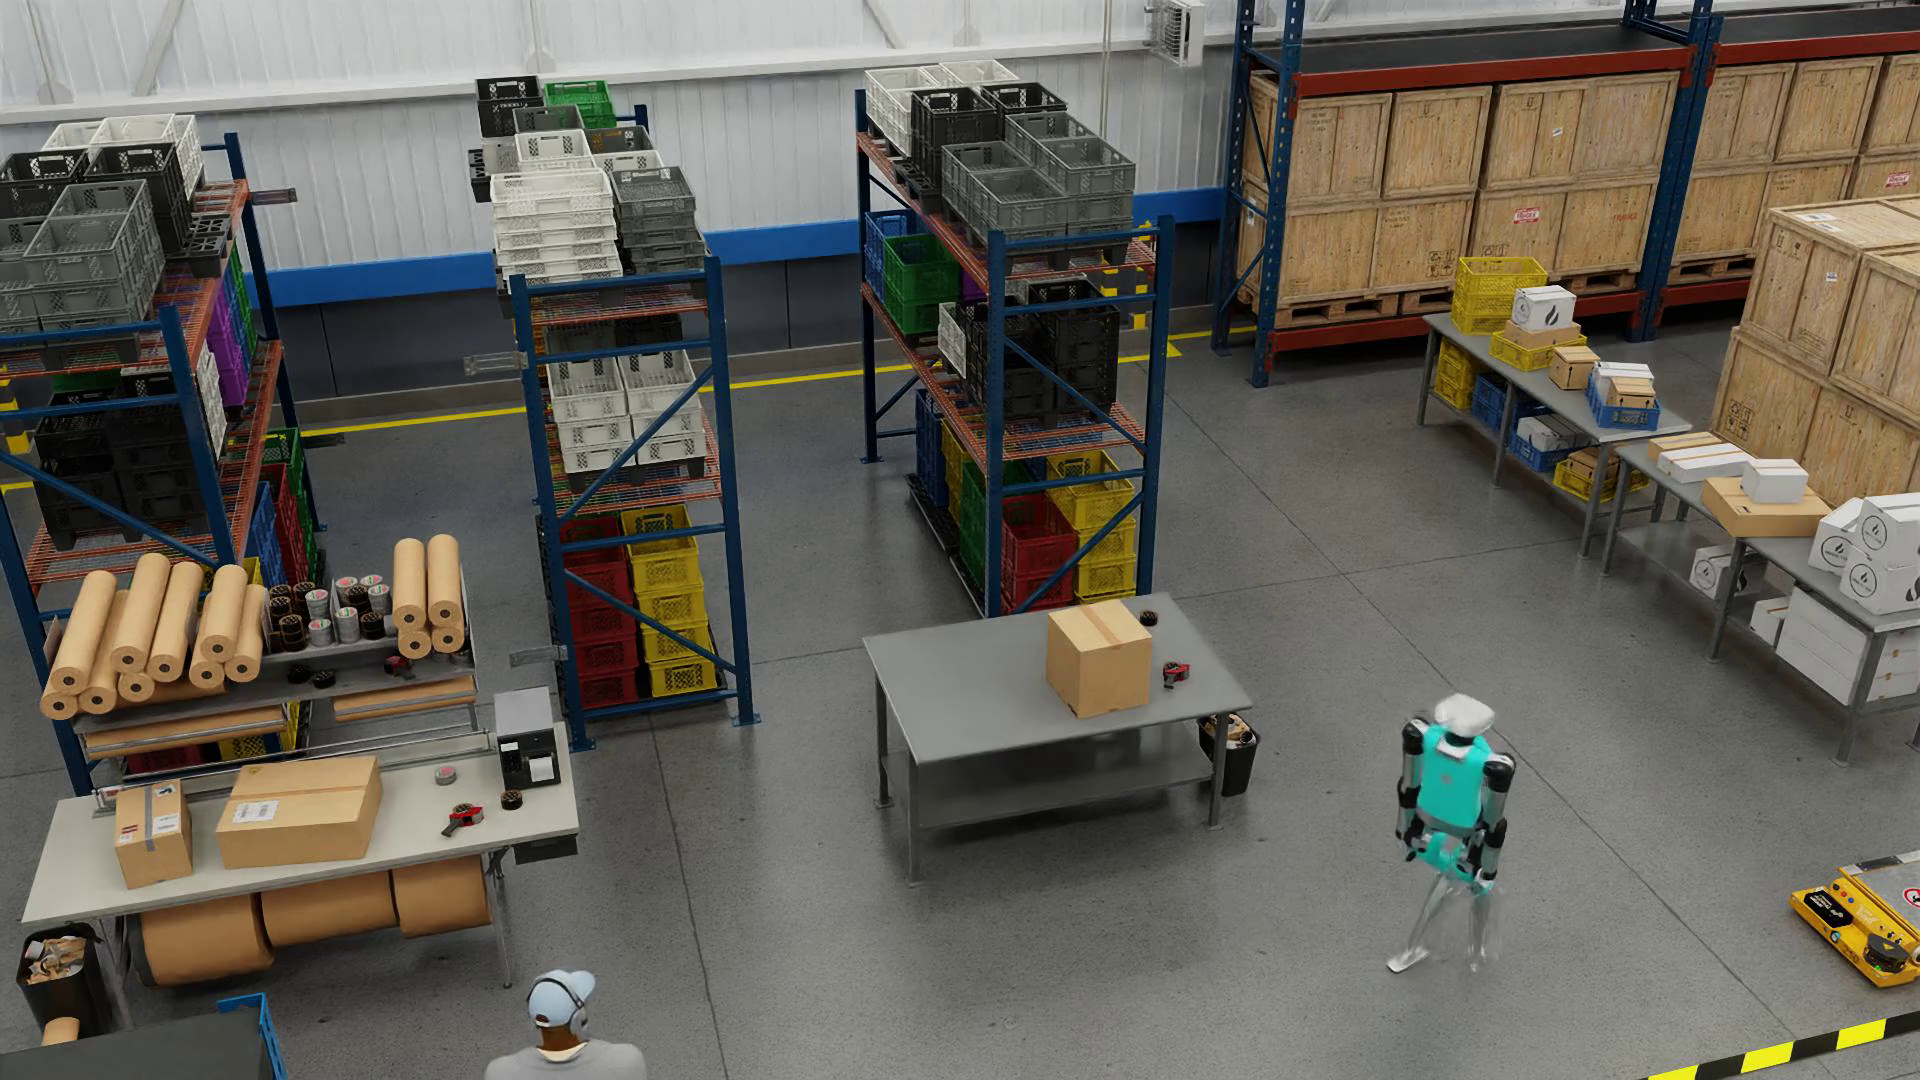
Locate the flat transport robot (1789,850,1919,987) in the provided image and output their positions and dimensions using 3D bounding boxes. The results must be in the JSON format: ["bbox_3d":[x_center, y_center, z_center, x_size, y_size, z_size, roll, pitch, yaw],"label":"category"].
[{"bbox_3d":[5.163,1.916,8.676,1.431,0.231,0.659,-8,30,-14],"label":"flat transport robot"}]

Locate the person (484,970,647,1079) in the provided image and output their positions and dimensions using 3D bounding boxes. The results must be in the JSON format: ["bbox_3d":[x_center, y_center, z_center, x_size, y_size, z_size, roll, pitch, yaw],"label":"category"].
[{"bbox_3d":[-1.417,2.345,6.254,0.587,1.850,0.396,-4,29,-7],"label":"person"}]

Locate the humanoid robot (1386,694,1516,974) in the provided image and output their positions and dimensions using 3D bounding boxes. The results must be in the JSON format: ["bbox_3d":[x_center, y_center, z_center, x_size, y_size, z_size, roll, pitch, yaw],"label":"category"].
[{"bbox_3d":[2.443,1.426,8.071,0.531,1.795,0.811,22,36,35],"label":"humanoid robot"}]
